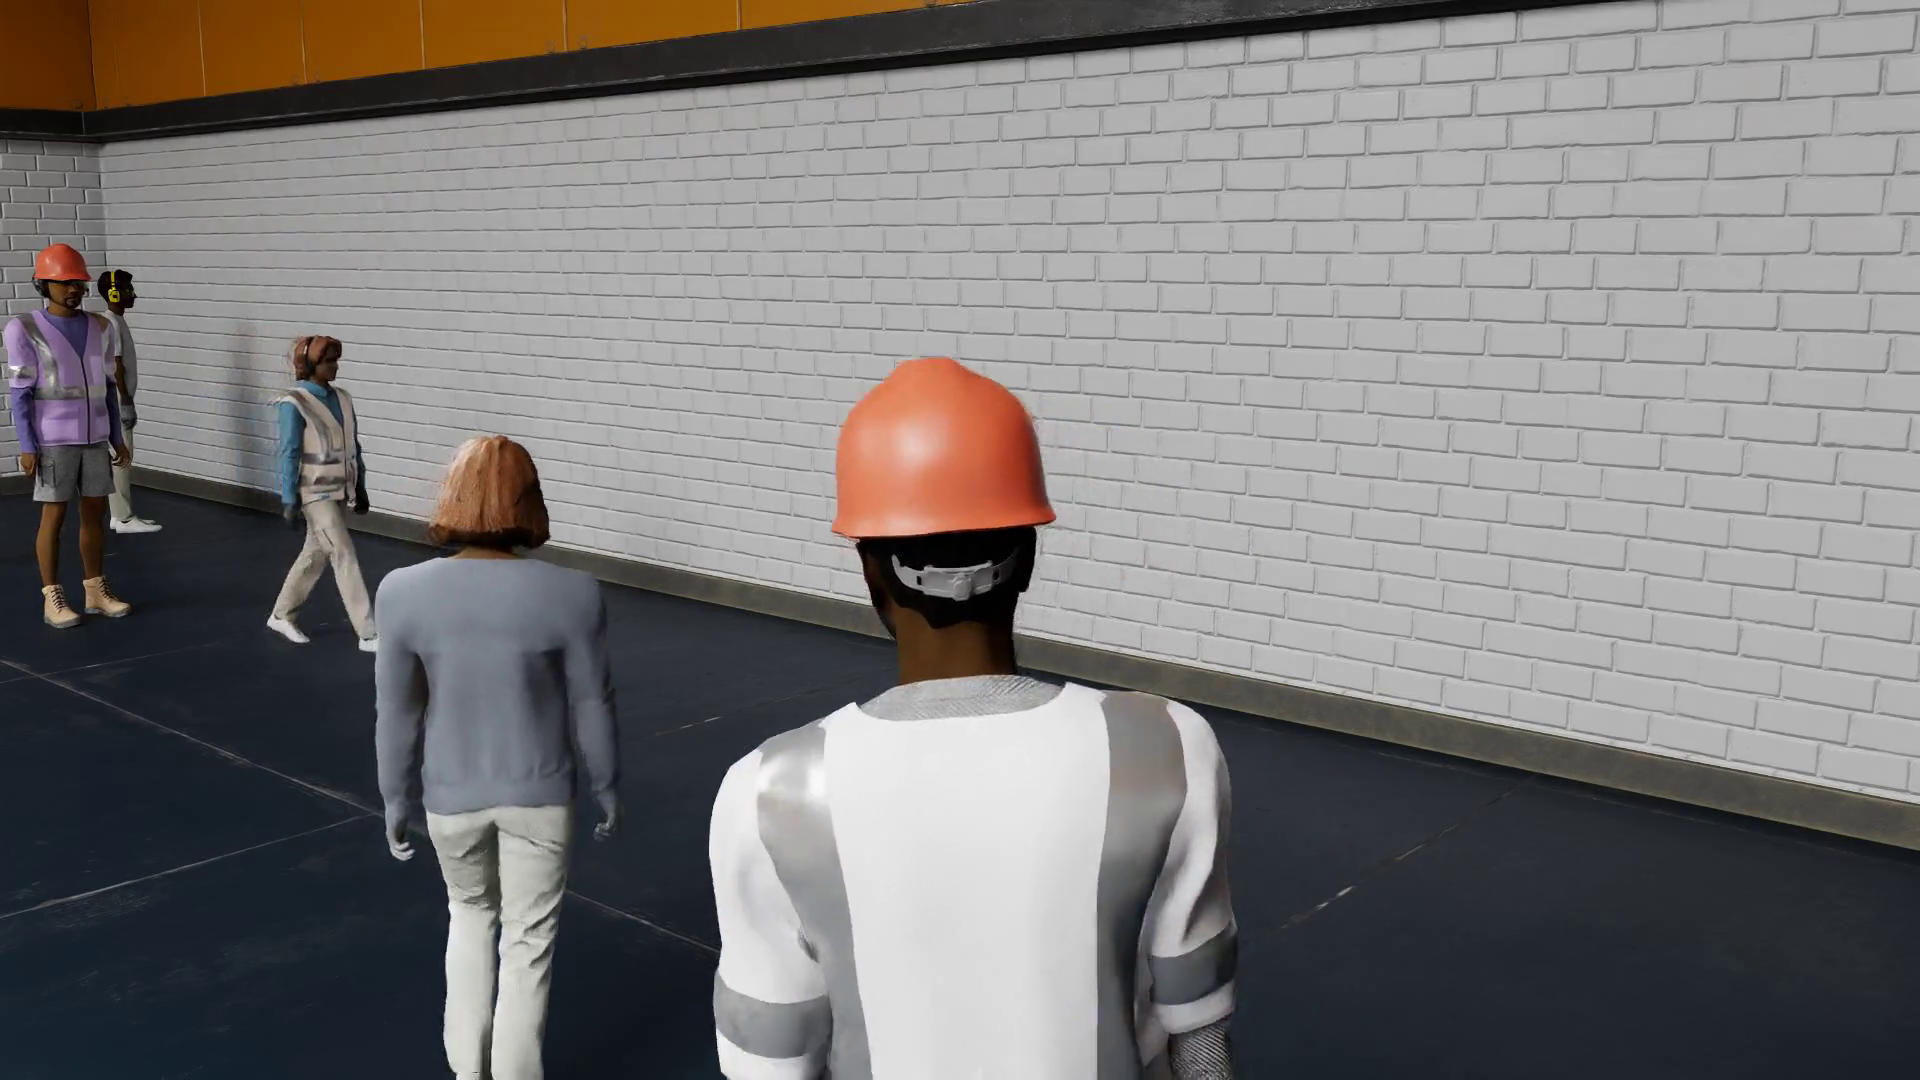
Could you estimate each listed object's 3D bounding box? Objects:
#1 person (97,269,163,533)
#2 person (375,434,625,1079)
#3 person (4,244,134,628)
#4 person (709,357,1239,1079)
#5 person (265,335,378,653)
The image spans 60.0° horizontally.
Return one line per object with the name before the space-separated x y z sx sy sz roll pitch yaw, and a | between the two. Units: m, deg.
person | -5.977 -0.987 11.882 0.335 1.873 0.521 -6 12 -30
person | -1.010 0.573 3.713 0.514 1.615 0.406 0 10 0
person | -4.758 -0.558 8.953 0.394 2.042 0.611 5 11 27
person | 0.027 0.767 1.774 0.570 1.922 0.761 0 10 3
person | -3.208 -0.232 8.357 0.839 1.599 0.525 2 10 12
